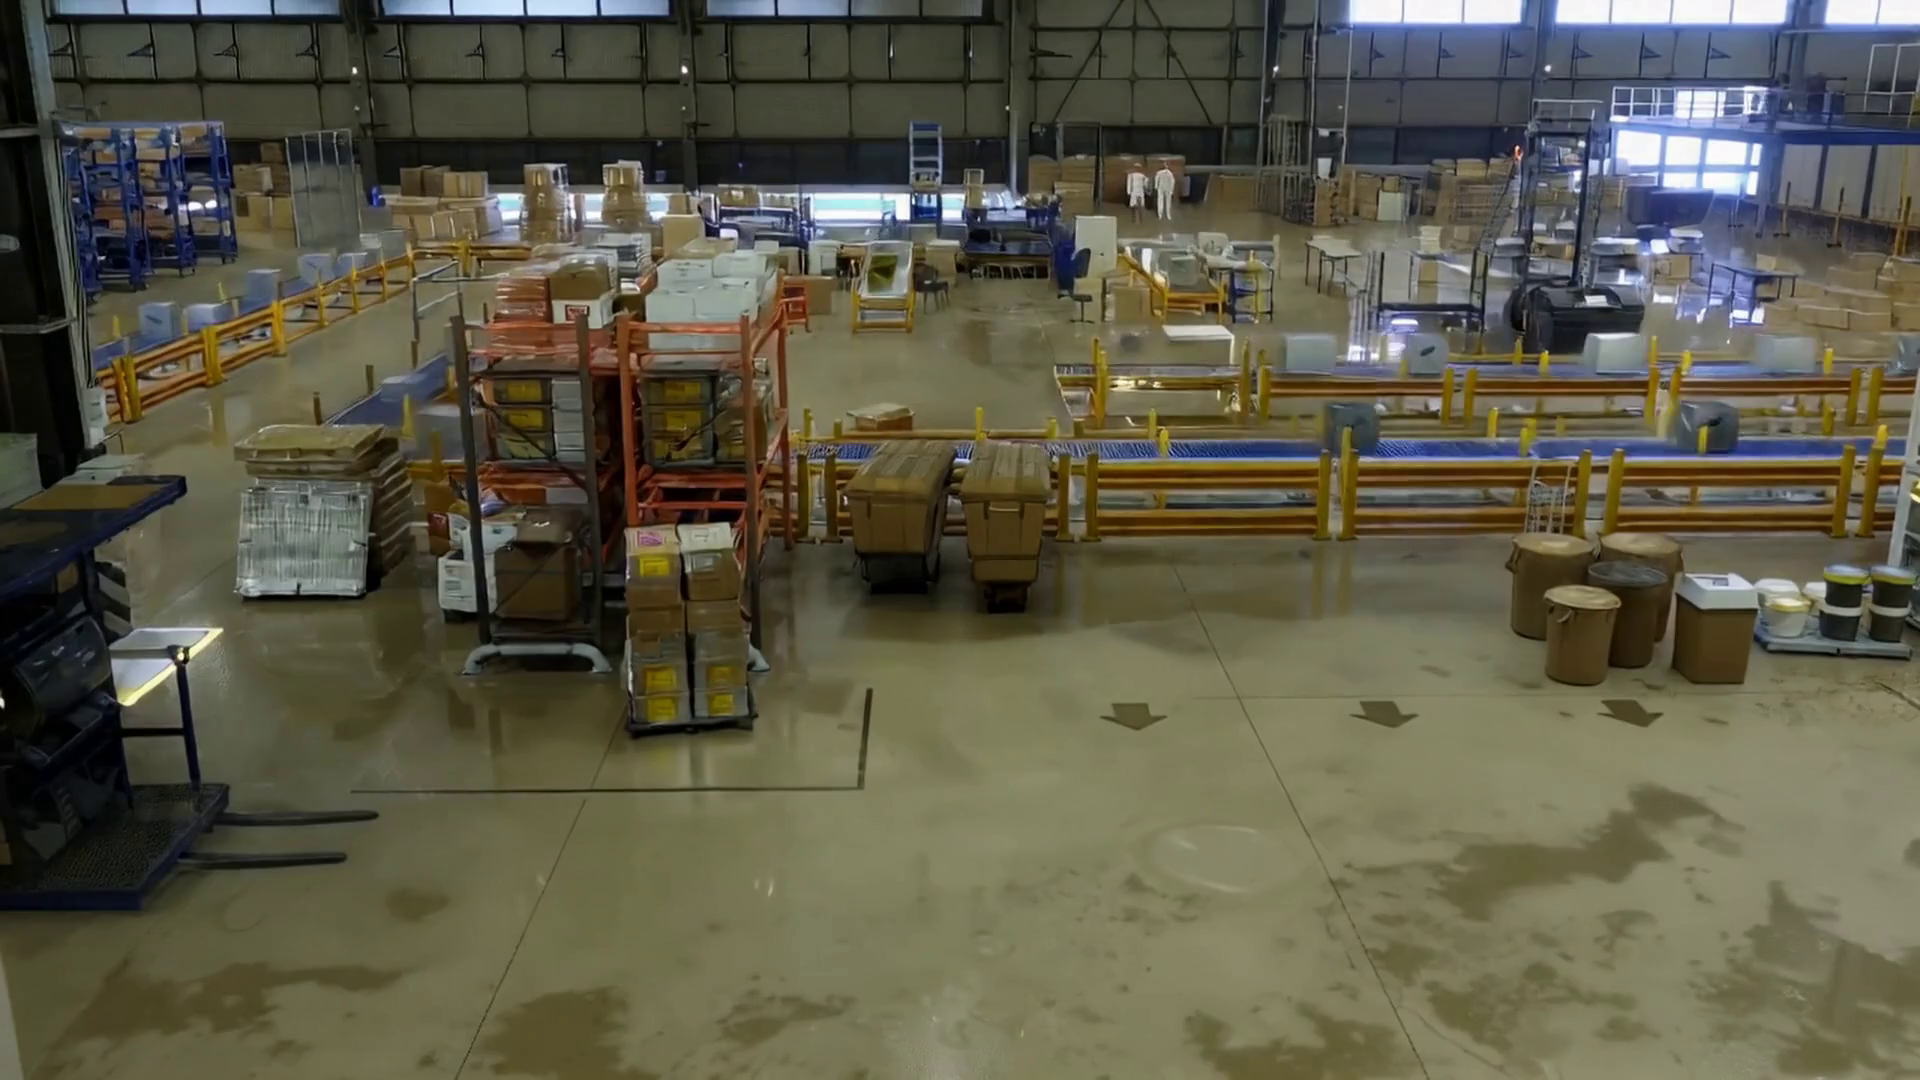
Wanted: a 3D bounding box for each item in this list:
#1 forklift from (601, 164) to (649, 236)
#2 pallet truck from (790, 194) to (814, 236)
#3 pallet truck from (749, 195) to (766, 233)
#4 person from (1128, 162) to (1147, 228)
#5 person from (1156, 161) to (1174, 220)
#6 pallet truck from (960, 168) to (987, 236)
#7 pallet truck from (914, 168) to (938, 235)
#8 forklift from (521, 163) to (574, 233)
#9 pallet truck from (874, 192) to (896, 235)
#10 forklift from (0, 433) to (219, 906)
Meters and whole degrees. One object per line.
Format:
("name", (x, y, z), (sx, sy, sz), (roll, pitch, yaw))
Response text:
("forklift", (-9.948, -10.127, 49.296), (1.157, 1.987, 2.680), (-1, 16, -3))
("pallet truck", (-4.814, -9.883, 50.259), (0.704, 1.261, 1.522), (-1, 16, -3))
("pallet truck", (-6.051, -9.967, 50.660), (0.680, 1.201, 1.601), (0, 16, -1))
("person", (5.597, -10.859, 52.342), (0.610, 2.033, 0.398), (8, 18, 27))
("person", (6.777, -11.494, 54.763), (0.652, 1.906, 0.402), (13, 21, 38))
("pallet truck", (0.383, -10.230, 50.206), (0.823, 1.965, 1.885), (-1, 16, -3))
("pallet truck", (-0.989, -10.316, 50.507), (0.823, 1.965, 1.885), (1, 16, 3))
("forklift", (-12.233, -10.122, 49.298), (1.157, 1.987, 2.680), (0, 16, -1))
("pallet truck", (-2.277, -9.986, 50.594), (0.653, 1.274, 1.630), (0, 16, -1))
("forklift", (-5.952, 0.780, 10.366), (1.873, 2.768, 1.129), (0, 16, -1))
